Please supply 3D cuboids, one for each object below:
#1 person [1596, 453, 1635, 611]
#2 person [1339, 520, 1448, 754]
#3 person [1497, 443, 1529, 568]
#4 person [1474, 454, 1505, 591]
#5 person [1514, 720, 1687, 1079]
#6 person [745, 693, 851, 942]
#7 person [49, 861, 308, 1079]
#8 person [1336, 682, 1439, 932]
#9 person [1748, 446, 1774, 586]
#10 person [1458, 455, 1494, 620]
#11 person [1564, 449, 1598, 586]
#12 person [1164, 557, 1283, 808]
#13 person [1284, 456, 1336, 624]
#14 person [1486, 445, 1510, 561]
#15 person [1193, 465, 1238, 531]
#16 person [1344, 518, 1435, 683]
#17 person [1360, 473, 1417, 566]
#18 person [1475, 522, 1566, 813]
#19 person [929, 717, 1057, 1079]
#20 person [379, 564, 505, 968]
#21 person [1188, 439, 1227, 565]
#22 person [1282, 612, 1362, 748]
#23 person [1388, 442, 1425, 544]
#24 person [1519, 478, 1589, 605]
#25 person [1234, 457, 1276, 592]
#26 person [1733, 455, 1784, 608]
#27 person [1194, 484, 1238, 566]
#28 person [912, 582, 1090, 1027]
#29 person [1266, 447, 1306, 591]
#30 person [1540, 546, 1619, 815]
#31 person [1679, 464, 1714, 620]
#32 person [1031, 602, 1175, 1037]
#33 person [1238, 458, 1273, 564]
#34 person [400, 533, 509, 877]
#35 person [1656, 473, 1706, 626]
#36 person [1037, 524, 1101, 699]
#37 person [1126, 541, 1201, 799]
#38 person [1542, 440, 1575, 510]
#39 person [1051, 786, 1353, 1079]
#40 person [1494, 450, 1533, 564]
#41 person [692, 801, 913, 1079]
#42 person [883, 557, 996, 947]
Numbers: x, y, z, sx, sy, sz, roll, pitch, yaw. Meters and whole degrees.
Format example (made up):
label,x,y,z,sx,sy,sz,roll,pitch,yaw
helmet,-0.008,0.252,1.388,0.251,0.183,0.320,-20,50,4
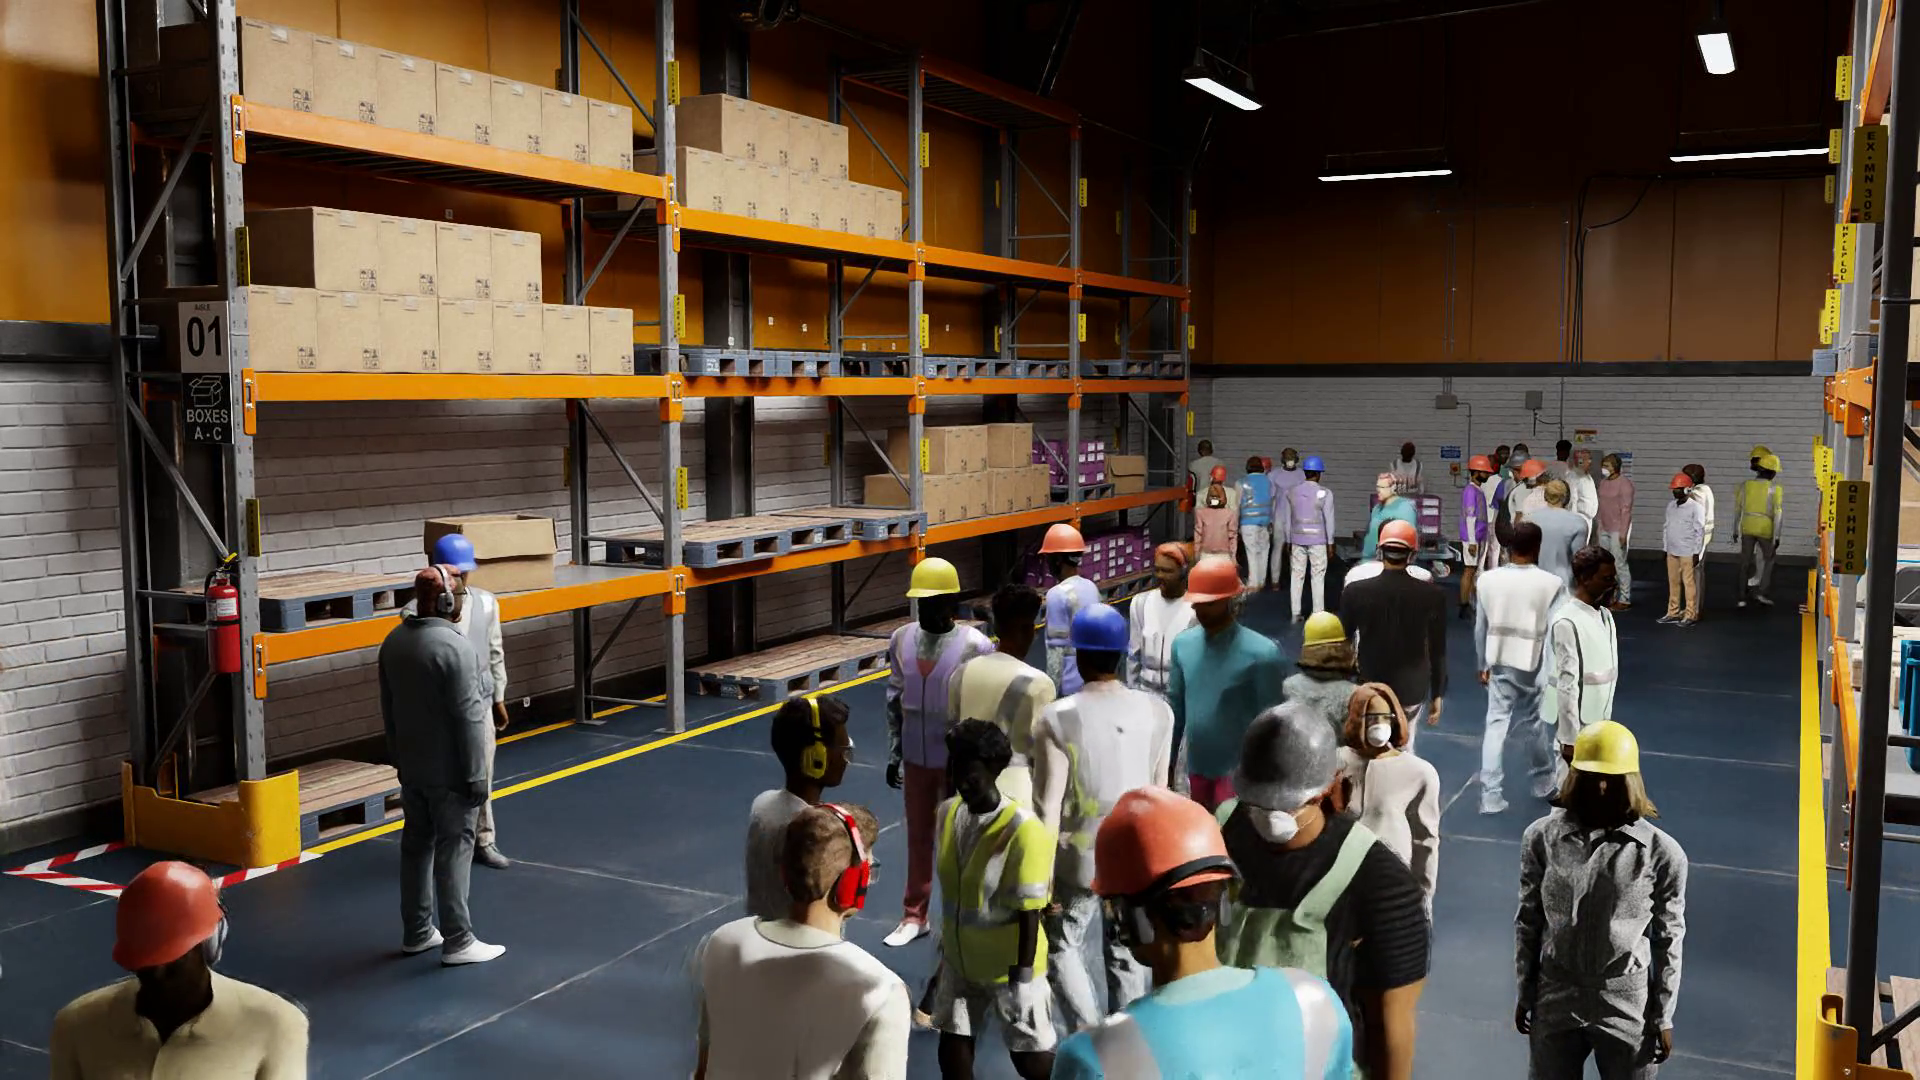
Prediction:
label,x,y,z,sx,sy,sz,roll,pitch,yaw
person,7.981,-0.093,20.303,0.382,1.928,0.628,-1,5,-10
person,2.512,0.862,9.850,0.632,1.956,0.821,0,5,1
person,7.957,-0.420,23.770,0.627,1.934,0.372,-3,6,-28
person,7.007,-0.217,22.040,0.392,1.847,0.563,-3,6,-25
person,1.932,1.411,5.066,0.487,1.746,0.287,3,6,28
person,-0.449,1.370,4.871,0.350,1.865,0.529,-3,6,-29
person,-1.754,1.540,3.800,0.548,1.715,0.799,0,5,-3
person,1.556,1.348,6.328,0.504,1.635,0.275,3,6,25
person,10.930,-0.325,22.758,0.354,1.929,0.592,3,6,25
person,6.069,-0.028,19.546,0.377,1.932,0.552,2,6,22
person,8.219,-0.245,21.998,0.409,1.913,0.646,4,7,38
person,1.197,1.055,7.706,0.446,1.971,0.624,-4,7,-38
person,4.017,0.011,19.065,0.615,1.942,0.407,4,7,37
person,8.383,-0.561,25.830,0.560,1.837,0.387,-1,5,-11
person,3.343,-0.133,21.749,0.591,1.724,0.639,2,6,16
person,2.905,0.793,11.118,0.608,1.865,1.010,4,6,34
person,4.186,0.274,16.523,0.647,1.884,0.662,-1,5,-12
person,3.656,0.812,10.864,0.613,1.862,0.996,4,7,38
person,0.169,1.396,5.632,0.743,1.666,0.537,-5,7,-44
person,-2.466,1.063,7.950,0.654,1.906,0.407,4,7,36
person,3.741,-0.562,25.292,0.627,1.935,0.371,-2,6,-19
person,1.641,1.192,7.632,0.597,1.706,0.590,4,6,34
person,7.170,-0.651,26.769,0.678,1.821,0.957,0,5,2
person,5.258,0.416,14.747,0.635,1.937,0.352,5,7,40
person,3.938,-0.208,22.285,0.660,1.802,0.660,-2,6,-17
person,9.863,-0.106,20.563,0.693,1.893,0.676,-5,7,-44
person,2.916,0.171,19.002,0.499,1.633,0.282,1,5,15
person,0.158,1.137,7.218,0.998,1.904,0.622,-4,7,-35
person,4.381,-0.277,22.197,0.635,1.937,0.352,0,5,-1
person,3.279,0.982,8.763,0.392,1.919,0.591,4,7,37
person,8.609,0.021,19.551,0.428,1.836,0.630,4,6,34
person,0.529,1.204,6.318,0.611,1.935,0.451,-2,6,-21
person,4.336,-0.342,24.183,0.563,1.696,0.878,2,6,19
person,-2.820,0.922,9.328,0.419,1.933,0.622,5,7,43
person,8.234,0.110,19.018,0.342,1.748,0.572,-2,6,-19
person,0.653,0.864,10.048,0.423,1.924,0.559,3,6,27
person,1.280,0.921,9.766,0.581,1.862,0.764,4,6,33
person,8.820,-0.492,24.400,0.368,1.960,0.602,-5,7,-45
person,0.453,1.467,3.085,0.657,2.006,0.536,-3,6,-26
person,6.343,-0.018,18.866,0.536,2.000,0.685,2,6,25
person,-0.367,1.497,3.711,0.606,1.822,0.432,4,6,35
person,-0.106,1.041,8.071,0.587,1.928,0.382,3,6,29
